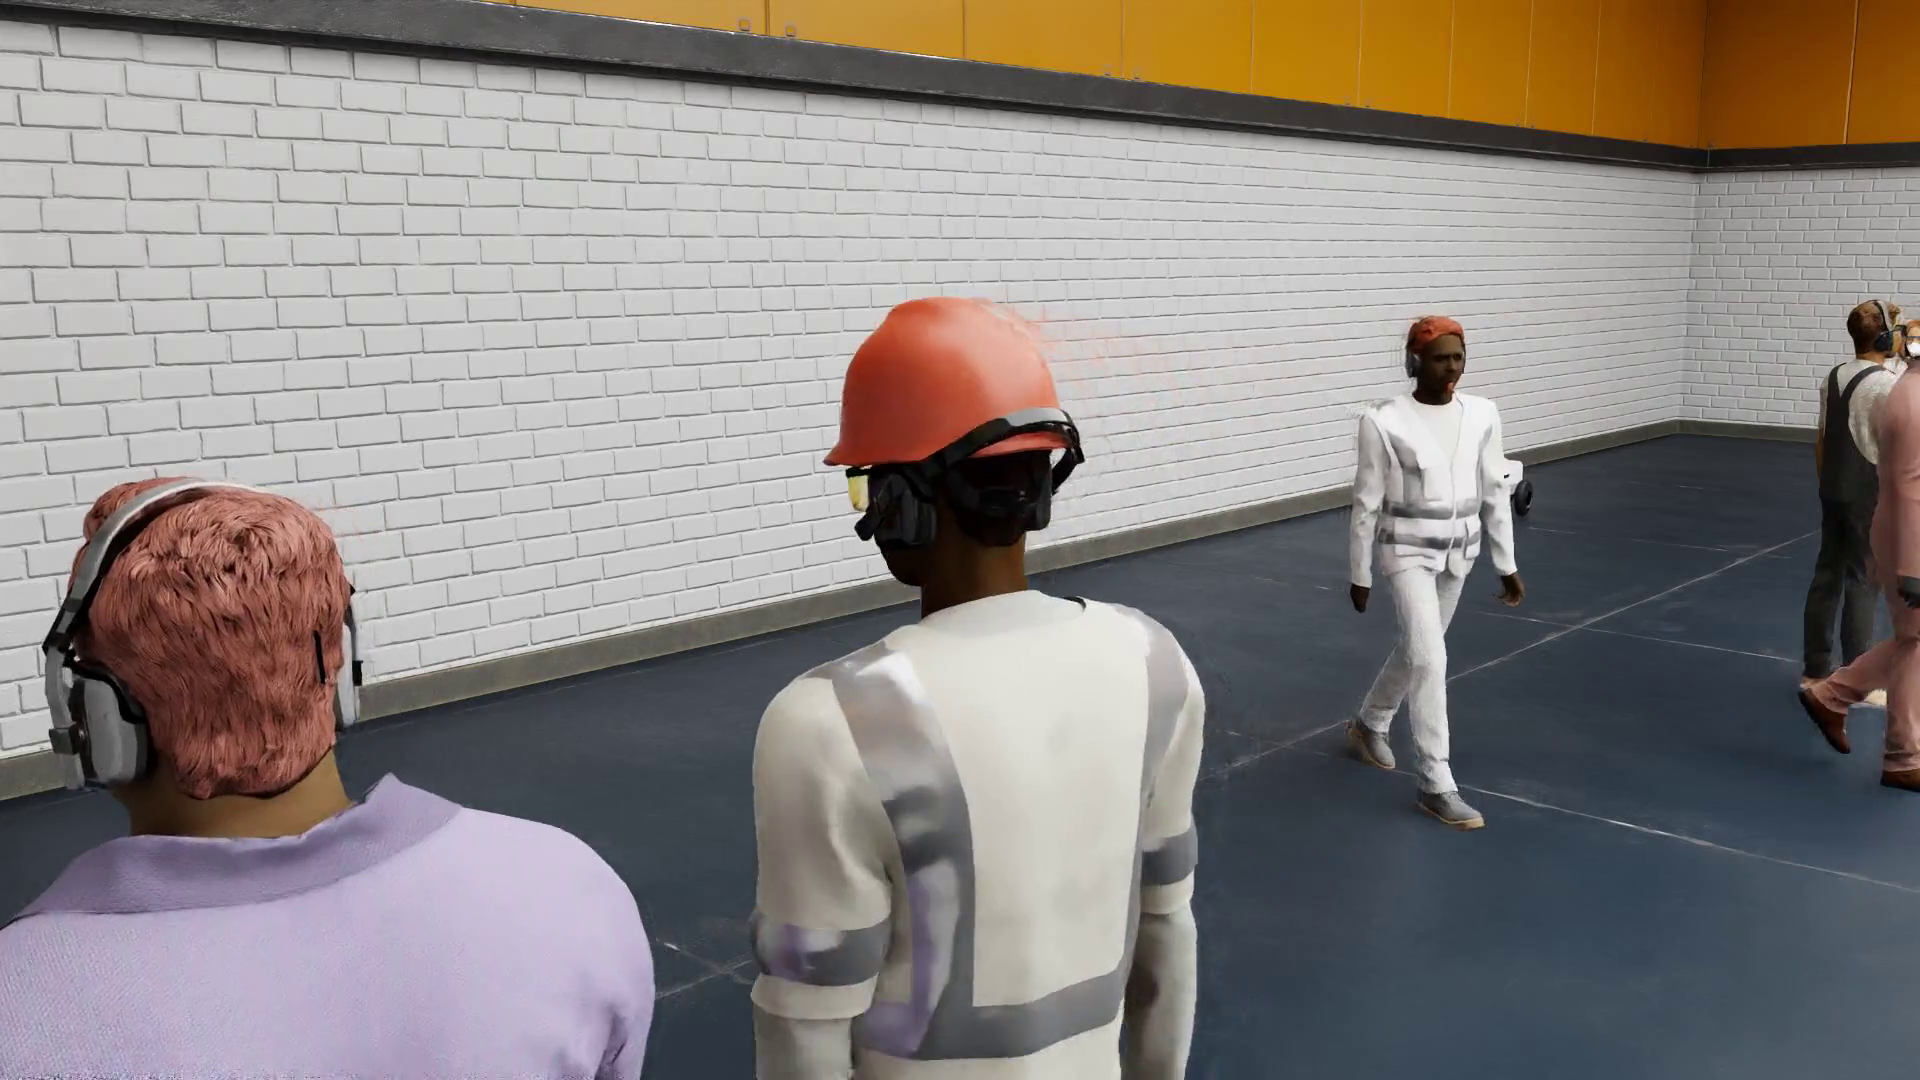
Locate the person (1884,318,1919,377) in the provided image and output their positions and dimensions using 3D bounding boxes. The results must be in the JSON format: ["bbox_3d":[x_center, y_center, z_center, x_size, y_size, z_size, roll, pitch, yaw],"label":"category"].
[{"bbox_3d":[6.042,-0.589,10.597,0.497,1.633,0.284,8,13,37],"label":"person"}]

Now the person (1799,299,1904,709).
[{"bbox_3d":[4.090,-0.161,7.552,0.345,1.847,0.508,-2,10,-10],"label":"person"}]

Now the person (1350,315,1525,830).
[{"bbox_3d":[1.737,0.068,6.293,0.581,1.843,0.979,-4,11,-20],"label":"person"}]

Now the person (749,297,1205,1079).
[{"bbox_3d":[0.066,0.736,1.944,0.607,2.021,0.675,-9,13,-40],"label":"person"}]

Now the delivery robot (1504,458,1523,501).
[{"bbox_3d":[4.074,-0.487,12.817,0.477,0.478,0.707,7,12,35],"label":"delivery robot"}]

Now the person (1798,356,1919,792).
[{"bbox_3d":[3.623,0.022,6.360,0.532,1.895,0.659,6,11,30],"label":"person"}]

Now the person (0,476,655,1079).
[{"bbox_3d":[-0.579,0.887,1.444,0.667,1.902,0.454,-8,13,-39],"label":"person"}]
